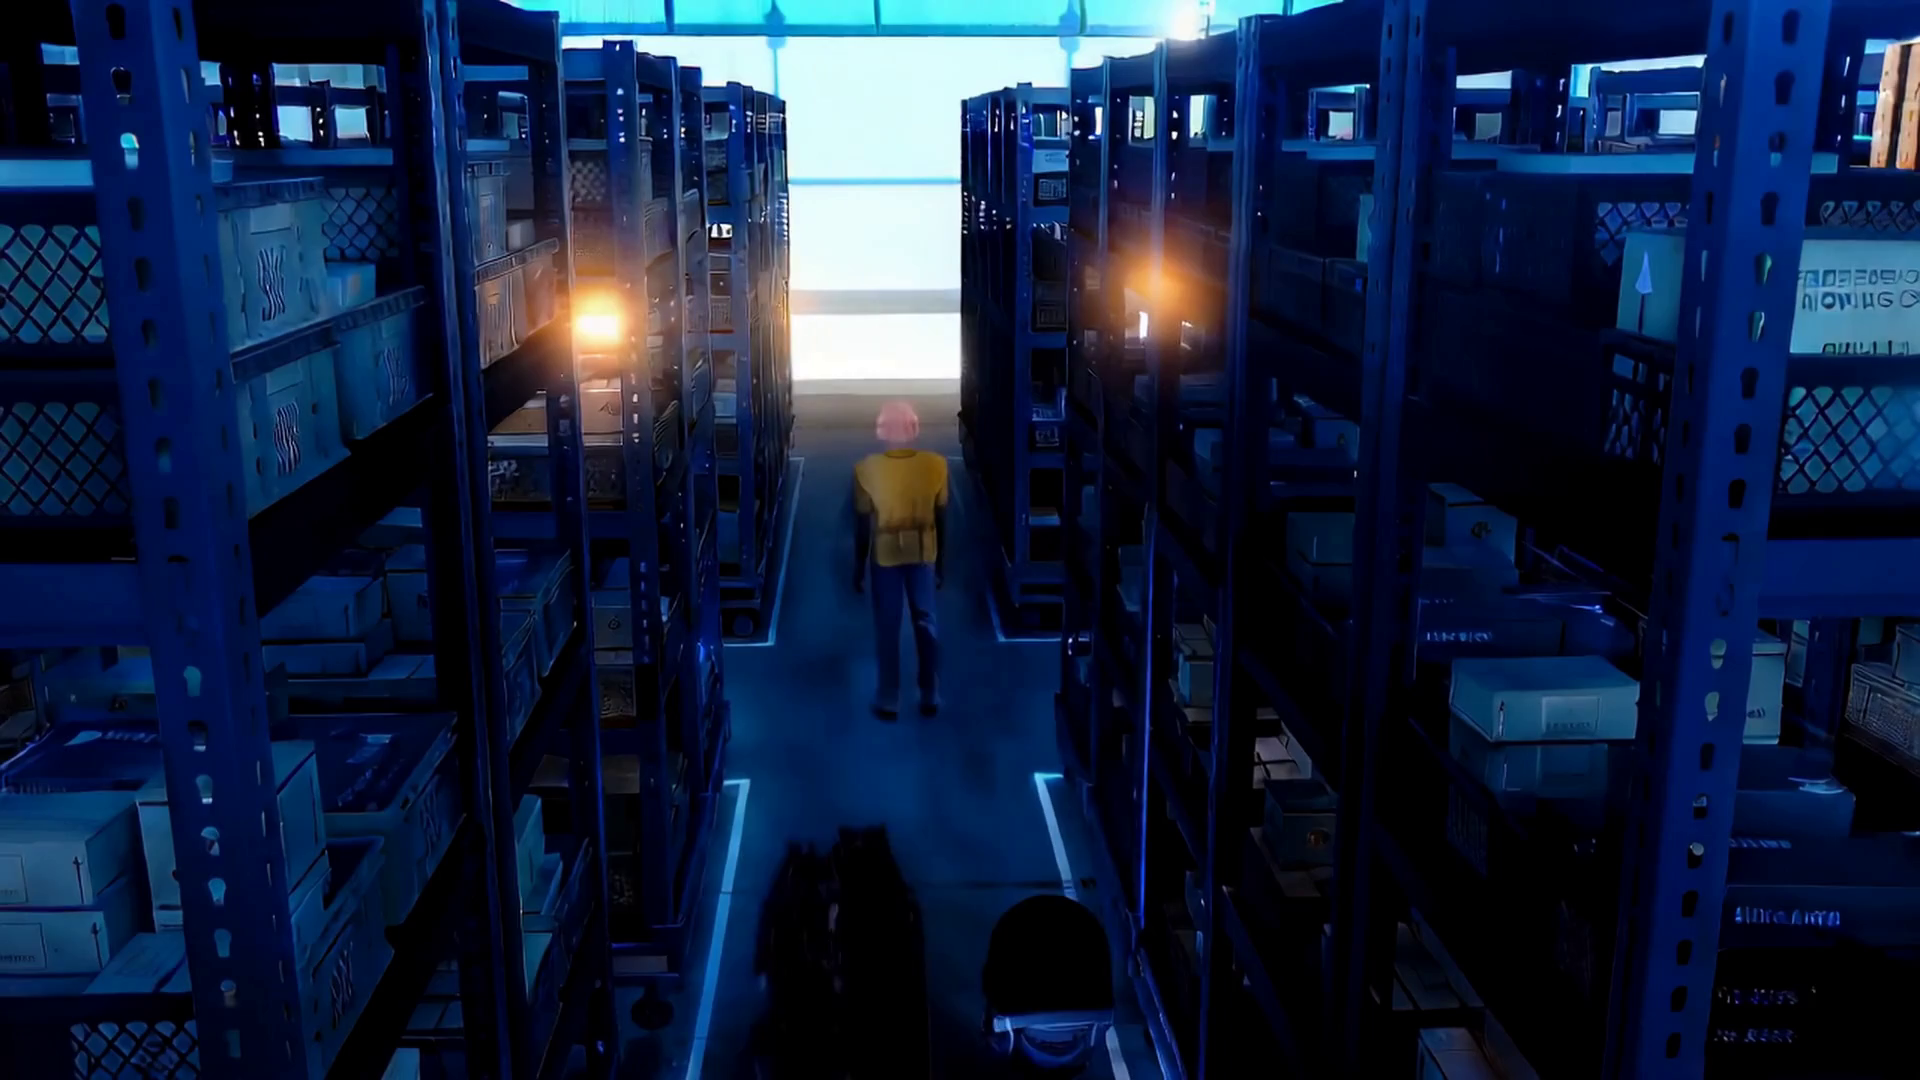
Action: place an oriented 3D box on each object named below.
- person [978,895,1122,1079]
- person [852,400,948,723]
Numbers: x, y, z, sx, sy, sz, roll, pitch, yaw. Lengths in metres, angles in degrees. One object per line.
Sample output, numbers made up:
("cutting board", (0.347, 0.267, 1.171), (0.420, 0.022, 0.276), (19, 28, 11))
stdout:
("person", (0.166, 1.608, 3.130), (0.612, 1.996, 0.388), (-4, 14, -15))
("person", (-0.331, 0.133, 9.411), (0.564, 1.841, 0.389), (-5, 15, -20))
